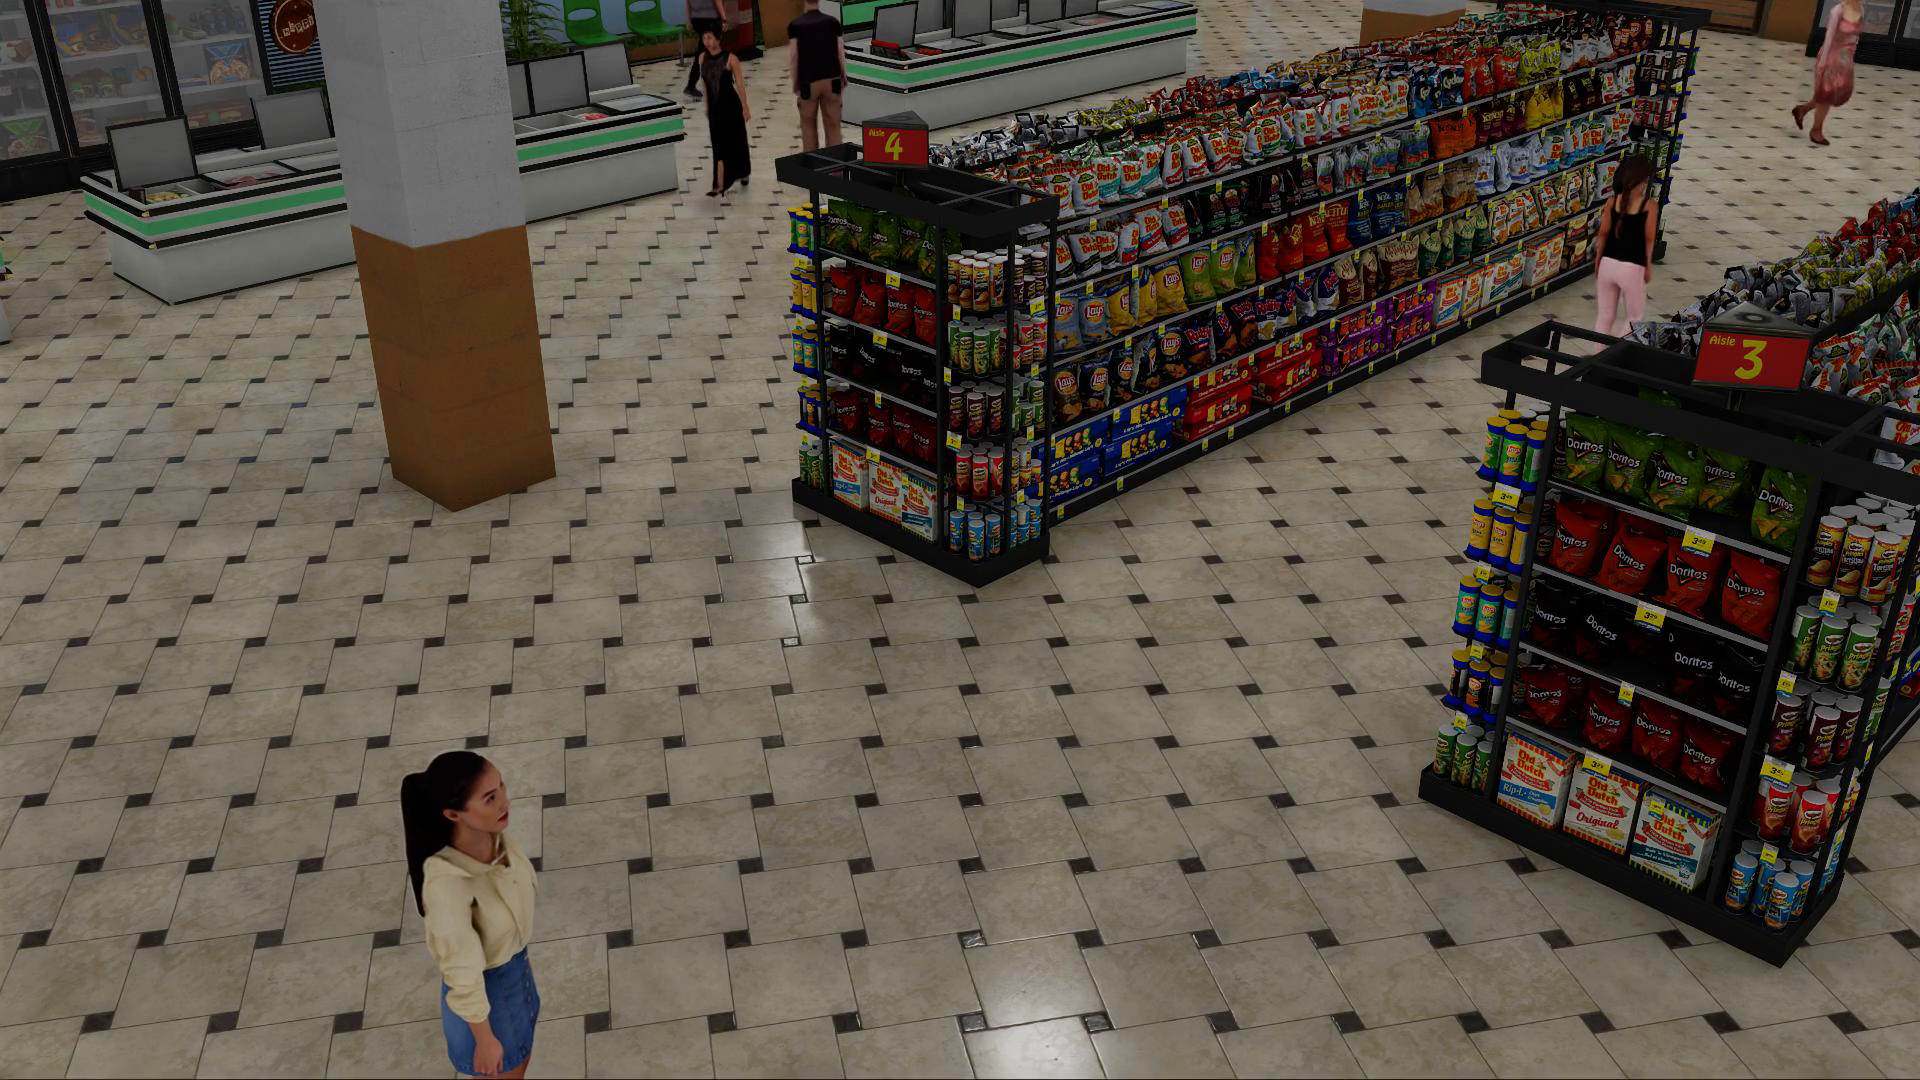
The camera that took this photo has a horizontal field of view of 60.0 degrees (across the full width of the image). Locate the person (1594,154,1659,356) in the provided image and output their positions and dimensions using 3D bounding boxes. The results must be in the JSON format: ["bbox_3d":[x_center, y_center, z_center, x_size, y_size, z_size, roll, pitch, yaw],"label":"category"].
[{"bbox_3d":[4.356,-1.754,10.979,0.584,1.561,0.664,19,32,32],"label":"person"}]

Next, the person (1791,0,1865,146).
[{"bbox_3d":[8.956,-4.939,17.136,0.837,1.673,0.828,-9,28,-17],"label":"person"}]

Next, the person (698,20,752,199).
[{"bbox_3d":[-2.135,-3.969,15.363,0.991,1.545,1.168,6,28,12],"label":"person"}]

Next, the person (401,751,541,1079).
[{"bbox_3d":[-1.371,1.310,4.858,0.775,1.632,0.724,-1,27,-2],"label":"person"}]

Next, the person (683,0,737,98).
[{"bbox_3d":[-2.980,-5.932,19.046,0.735,1.715,1.193,19,33,33],"label":"person"}]

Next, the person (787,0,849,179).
[{"bbox_3d":[-1.342,-4.311,15.737,0.866,1.817,0.942,-1,27,-2],"label":"person"}]
